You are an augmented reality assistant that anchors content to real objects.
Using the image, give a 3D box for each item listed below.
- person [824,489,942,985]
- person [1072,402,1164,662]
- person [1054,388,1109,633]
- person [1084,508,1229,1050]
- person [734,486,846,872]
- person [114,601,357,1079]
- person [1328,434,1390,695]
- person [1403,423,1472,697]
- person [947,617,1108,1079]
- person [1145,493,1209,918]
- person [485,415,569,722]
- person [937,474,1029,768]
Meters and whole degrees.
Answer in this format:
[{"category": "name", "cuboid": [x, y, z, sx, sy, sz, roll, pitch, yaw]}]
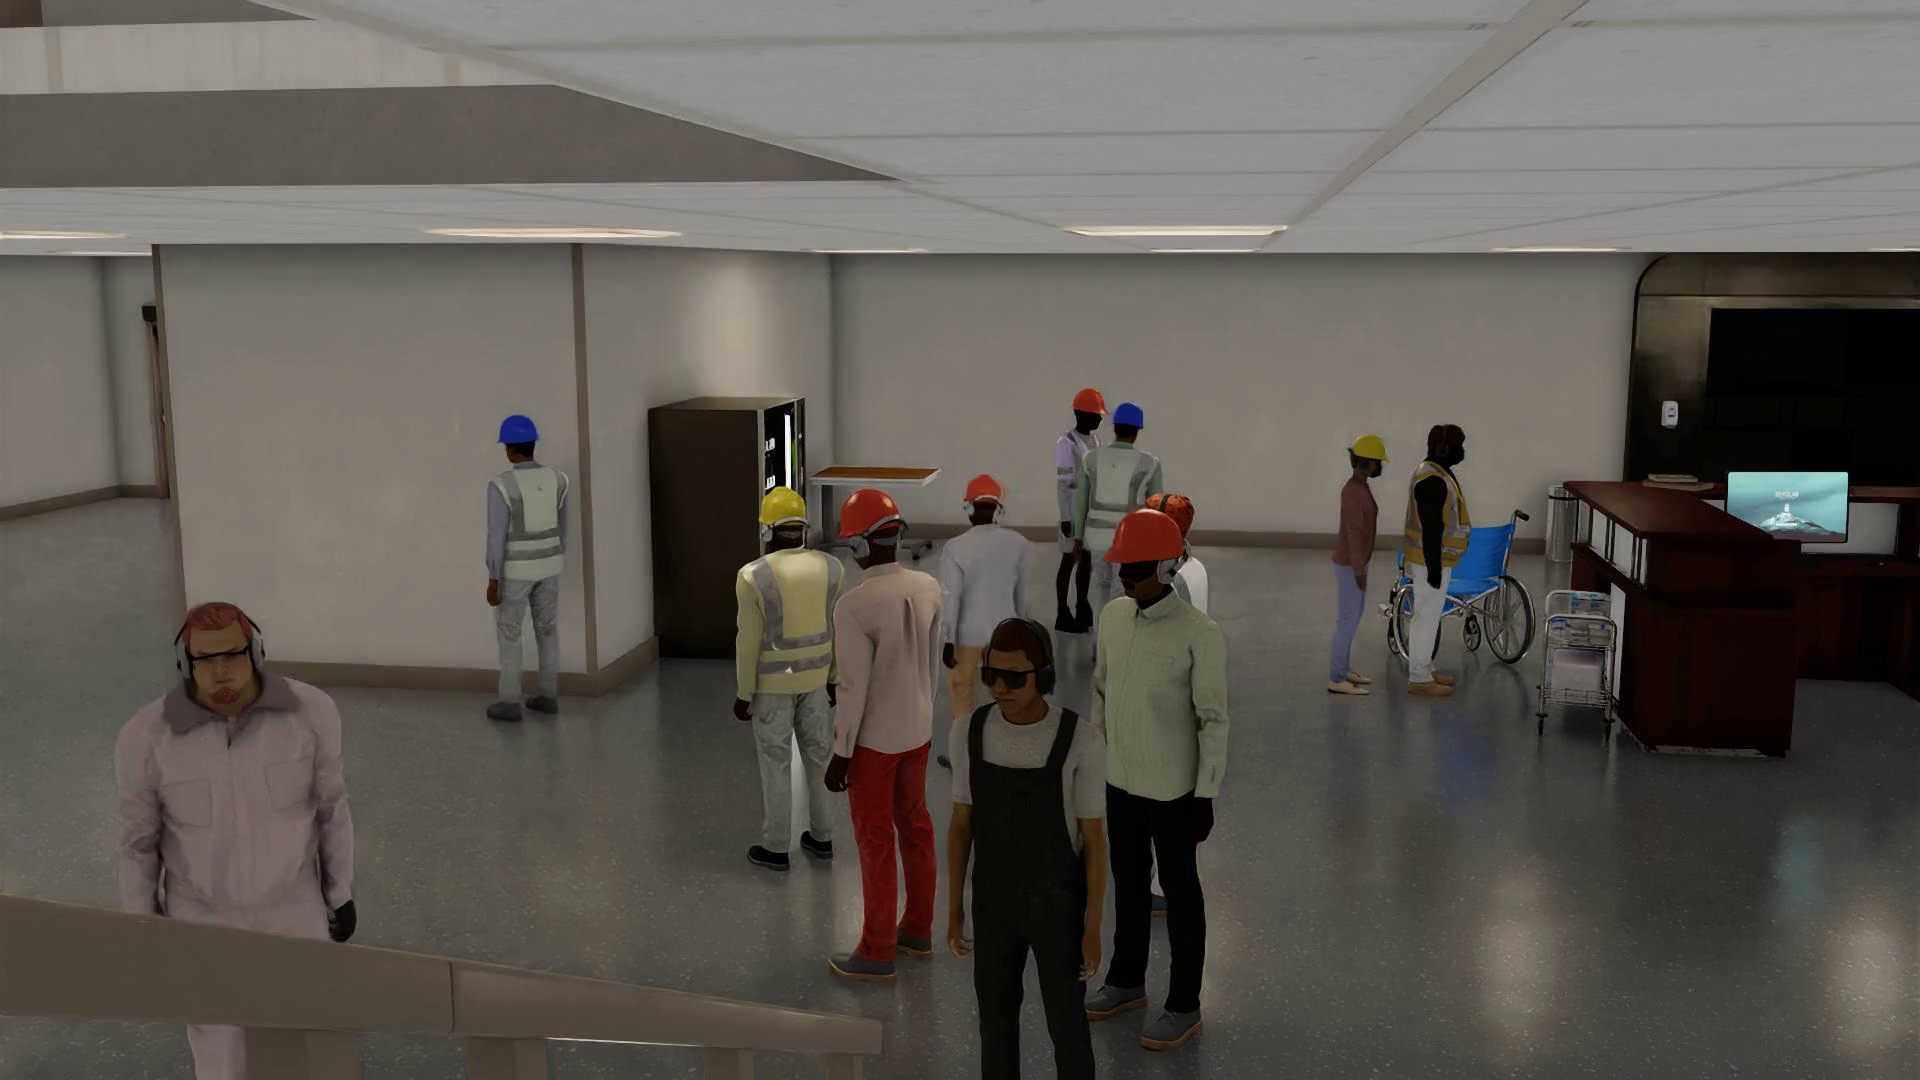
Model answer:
[{"category": "person", "cuboid": [-0.320, 0.782, 6.691, 0.393, 1.985, 0.611, 7, 11, 36]}, {"category": "person", "cuboid": [1.150, -0.020, 11.831, 0.628, 1.915, 0.695, 4, 10, 24]}, {"category": "person", "cuboid": [0.976, -0.230, 13.116, 0.390, 1.929, 0.545, 8, 12, 39]}, {"category": "person", "cuboid": [0.695, 0.868, 6.125, 0.396, 1.992, 0.619, -8, 12, -39]}, {"category": "person", "cuboid": [-0.824, 0.656, 7.939, 0.599, 1.830, 0.404, -7, 12, -38]}, {"category": "person", "cuboid": [-2.196, 1.092, 5.079, 0.661, 1.887, 0.551, -5, 10, -28]}, {"category": "person", "cuboid": [2.679, 0.168, 11.190, 0.345, 1.757, 0.588, 3, 10, 21]}, {"category": "person", "cuboid": [3.209, 0.131, 11.199, 0.431, 1.836, 0.618, 4, 10, 22]}, {"category": "person", "cuboid": [0.196, 1.126, 5.037, 0.508, 1.839, 0.357, 4, 10, 24]}, {"category": "person", "cuboid": [0.912, 0.725, 7.358, 0.351, 1.881, 0.582, 4, 10, 23]}, {"category": "person", "cuboid": [-2.740, 0.176, 10.552, 0.407, 1.943, 0.625, 8, 12, 39]}, {"category": "person", "cuboid": [0.163, 0.498, 9.267, 0.593, 1.723, 0.696, -6, 11, -33]}]
